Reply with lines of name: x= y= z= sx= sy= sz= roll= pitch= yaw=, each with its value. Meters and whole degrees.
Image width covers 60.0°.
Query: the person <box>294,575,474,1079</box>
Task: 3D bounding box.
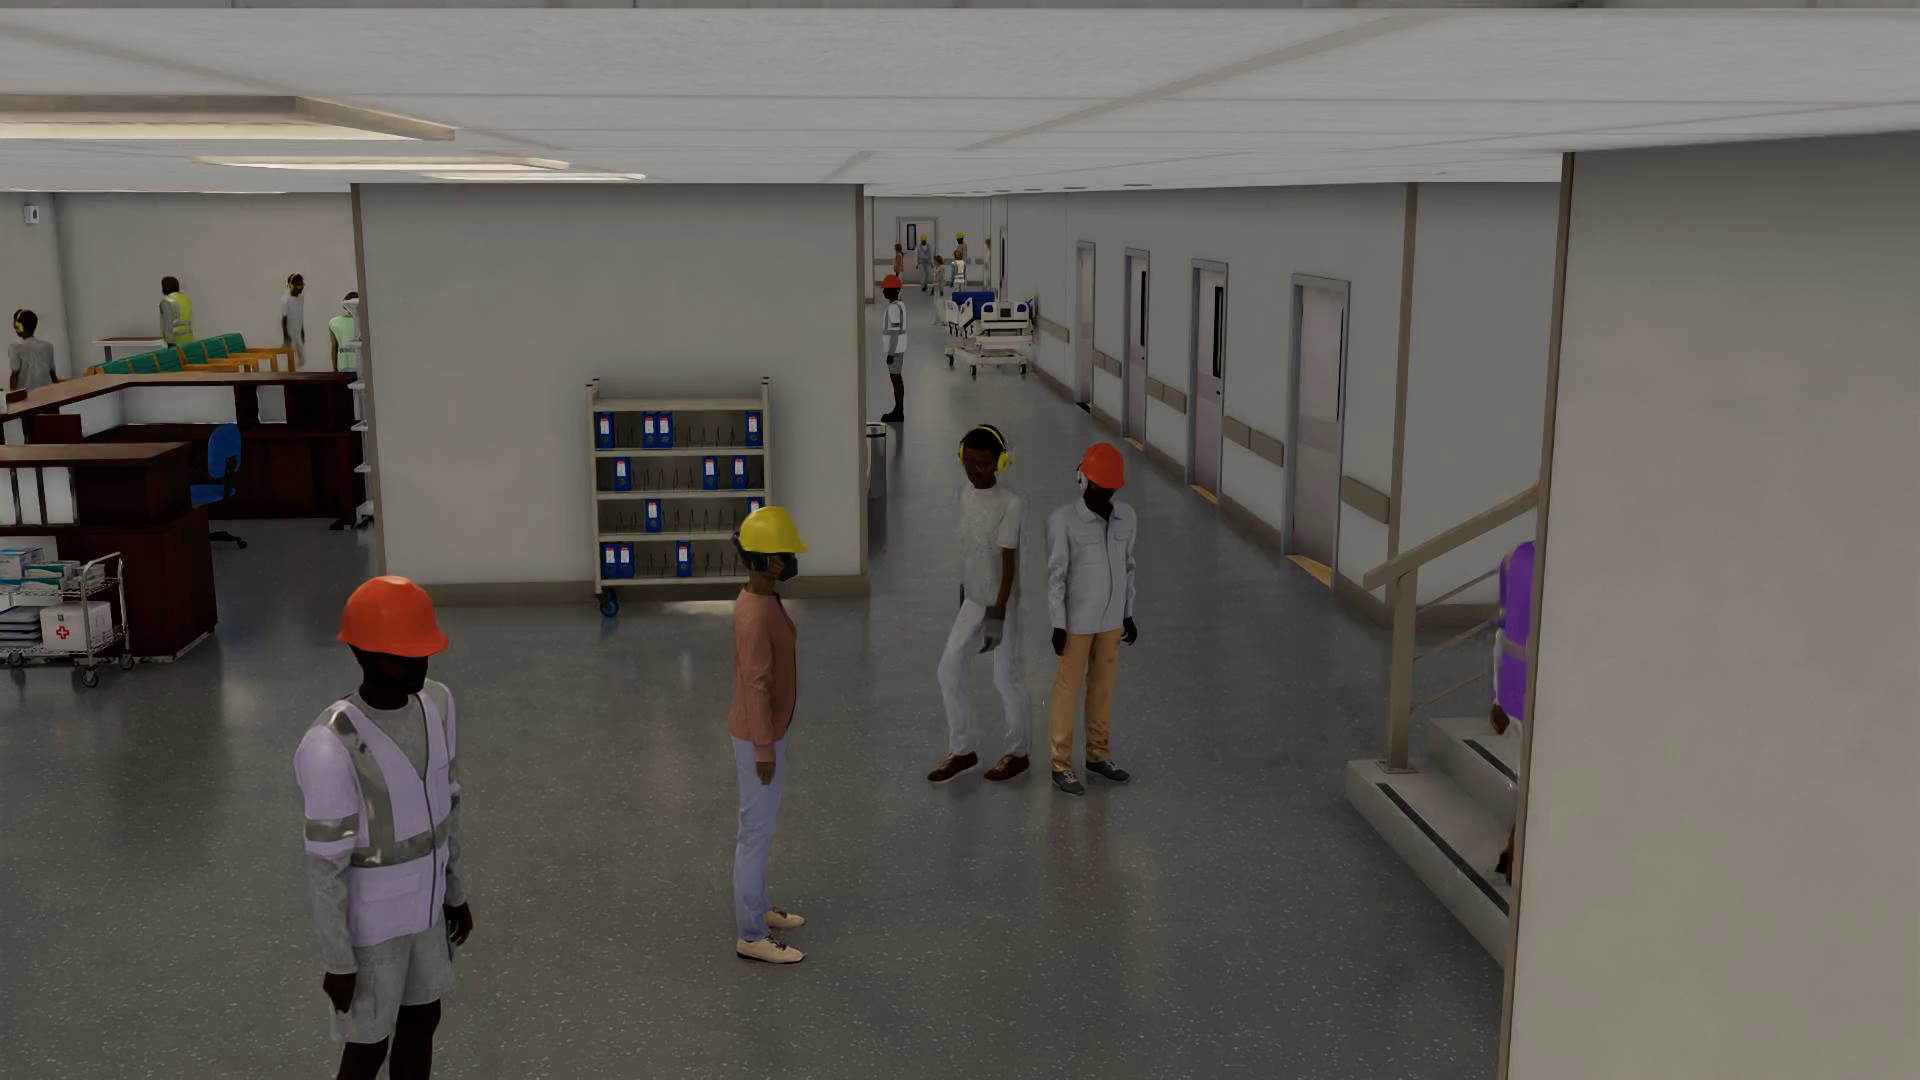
person: x=-1.559 y=1.032 z=4.632 sx=0.431 sy=1.924 sz=0.556 roll=4 pitch=12 yaw=18

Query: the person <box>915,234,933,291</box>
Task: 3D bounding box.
person: x=-1.156 y=-8.921 z=53.505 sx=0.610 sy=1.815 sz=0.435 roll=-4 pitch=12 yaw=-18

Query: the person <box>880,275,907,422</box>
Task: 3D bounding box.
person: x=-0.886 y=-2.524 z=21.949 sx=0.360 sy=1.938 sz=0.545 roll=1 pitch=12 yaw=4

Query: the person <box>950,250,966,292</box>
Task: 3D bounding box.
person: x=-0.052 y=-6.543 z=42.319 sx=0.306 sy=1.639 sz=0.523 roll=11 pitch=16 yaw=43

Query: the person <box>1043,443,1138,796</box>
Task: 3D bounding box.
person: x=0.672 y=0.379 z=8.238 sx=0.564 sy=1.741 sz=0.347 roll=-8 pitch=14 yaw=-34

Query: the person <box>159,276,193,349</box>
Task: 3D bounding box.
person: x=-11.395 y=-2.885 z=24.003 sx=0.798 sy=1.813 sz=0.644 roll=2 pitch=12 yaw=9

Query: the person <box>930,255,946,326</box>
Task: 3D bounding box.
person: x=-0.489 y=-5.803 z=38.770 sx=0.354 sy=1.620 sz=0.590 roll=-3 pitch=12 yaw=-14

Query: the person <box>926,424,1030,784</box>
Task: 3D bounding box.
person: x=0.103 y=0.334 z=8.238 sx=0.681 sy=1.833 sz=0.542 roll=-10 pitch=15 yaw=-41

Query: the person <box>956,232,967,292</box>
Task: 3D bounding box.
person: x=0.031 y=-8.482 z=51.111 sx=0.374 sy=1.919 sz=0.585 roll=-4 pitch=12 yaw=-17

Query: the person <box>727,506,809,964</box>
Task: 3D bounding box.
person: x=-0.732 y=0.739 z=6.429 sx=0.324 sy=1.767 sz=0.533 roll=-1 pitch=12 yaw=-3

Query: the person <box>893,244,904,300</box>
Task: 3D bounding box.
person: x=-1.793 y=-7.816 z=48.539 sx=0.308 sy=1.640 sz=0.511 roll=0 pitch=12 yaw=0

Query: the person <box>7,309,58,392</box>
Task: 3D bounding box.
person: x=-9.199 y=-1.382 z=16.614 sx=0.821 sy=1.847 sz=0.522 roll=3 pitch=12 yaw=16

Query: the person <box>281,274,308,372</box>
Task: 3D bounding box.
person: x=-9.860 y=-2.996 z=24.499 sx=0.624 sy=1.839 sz=0.534 roll=3 pitch=12 yaw=14
